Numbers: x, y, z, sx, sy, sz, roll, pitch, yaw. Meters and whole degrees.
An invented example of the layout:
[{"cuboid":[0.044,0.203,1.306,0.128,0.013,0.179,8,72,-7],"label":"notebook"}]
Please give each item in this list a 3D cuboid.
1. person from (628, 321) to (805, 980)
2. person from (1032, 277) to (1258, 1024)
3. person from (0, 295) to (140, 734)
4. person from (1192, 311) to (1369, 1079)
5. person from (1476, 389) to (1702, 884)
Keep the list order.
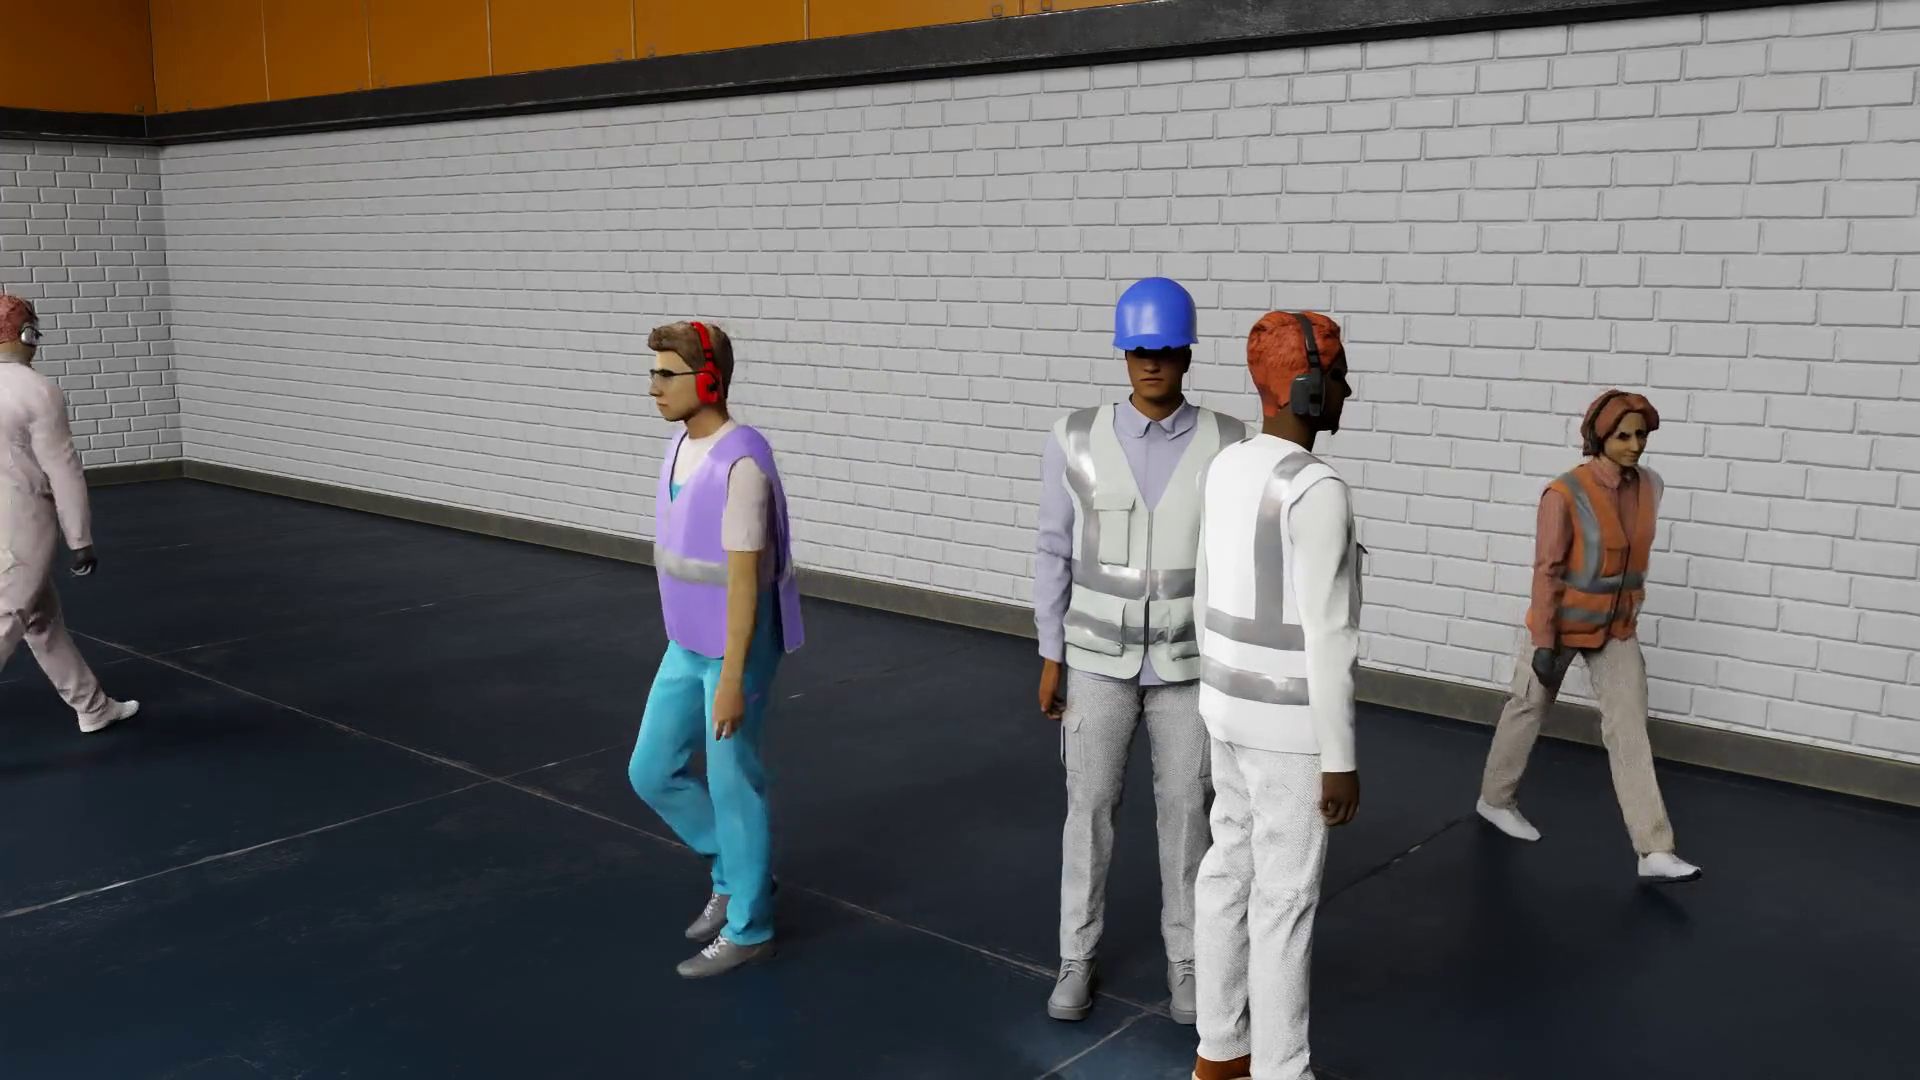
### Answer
[{"cuboid":[-0.674,0.318,4.580,0.450,1.830,0.566,-6,12,-33],"label":"person"},{"cuboid":[0.488,0.299,4.337,0.602,1.949,0.395,1,10,7],"label":"person"},{"cuboid":[-3.762,-0.038,6.584,0.660,1.846,0.989,5,11,26],"label":"person"},{"cuboid":[0.729,0.426,3.802,0.357,1.883,0.573,-3,10,-18],"label":"person"},{"cuboid":[2.029,0.299,5.375,0.520,1.577,0.923,-4,11,-22],"label":"person"}]
